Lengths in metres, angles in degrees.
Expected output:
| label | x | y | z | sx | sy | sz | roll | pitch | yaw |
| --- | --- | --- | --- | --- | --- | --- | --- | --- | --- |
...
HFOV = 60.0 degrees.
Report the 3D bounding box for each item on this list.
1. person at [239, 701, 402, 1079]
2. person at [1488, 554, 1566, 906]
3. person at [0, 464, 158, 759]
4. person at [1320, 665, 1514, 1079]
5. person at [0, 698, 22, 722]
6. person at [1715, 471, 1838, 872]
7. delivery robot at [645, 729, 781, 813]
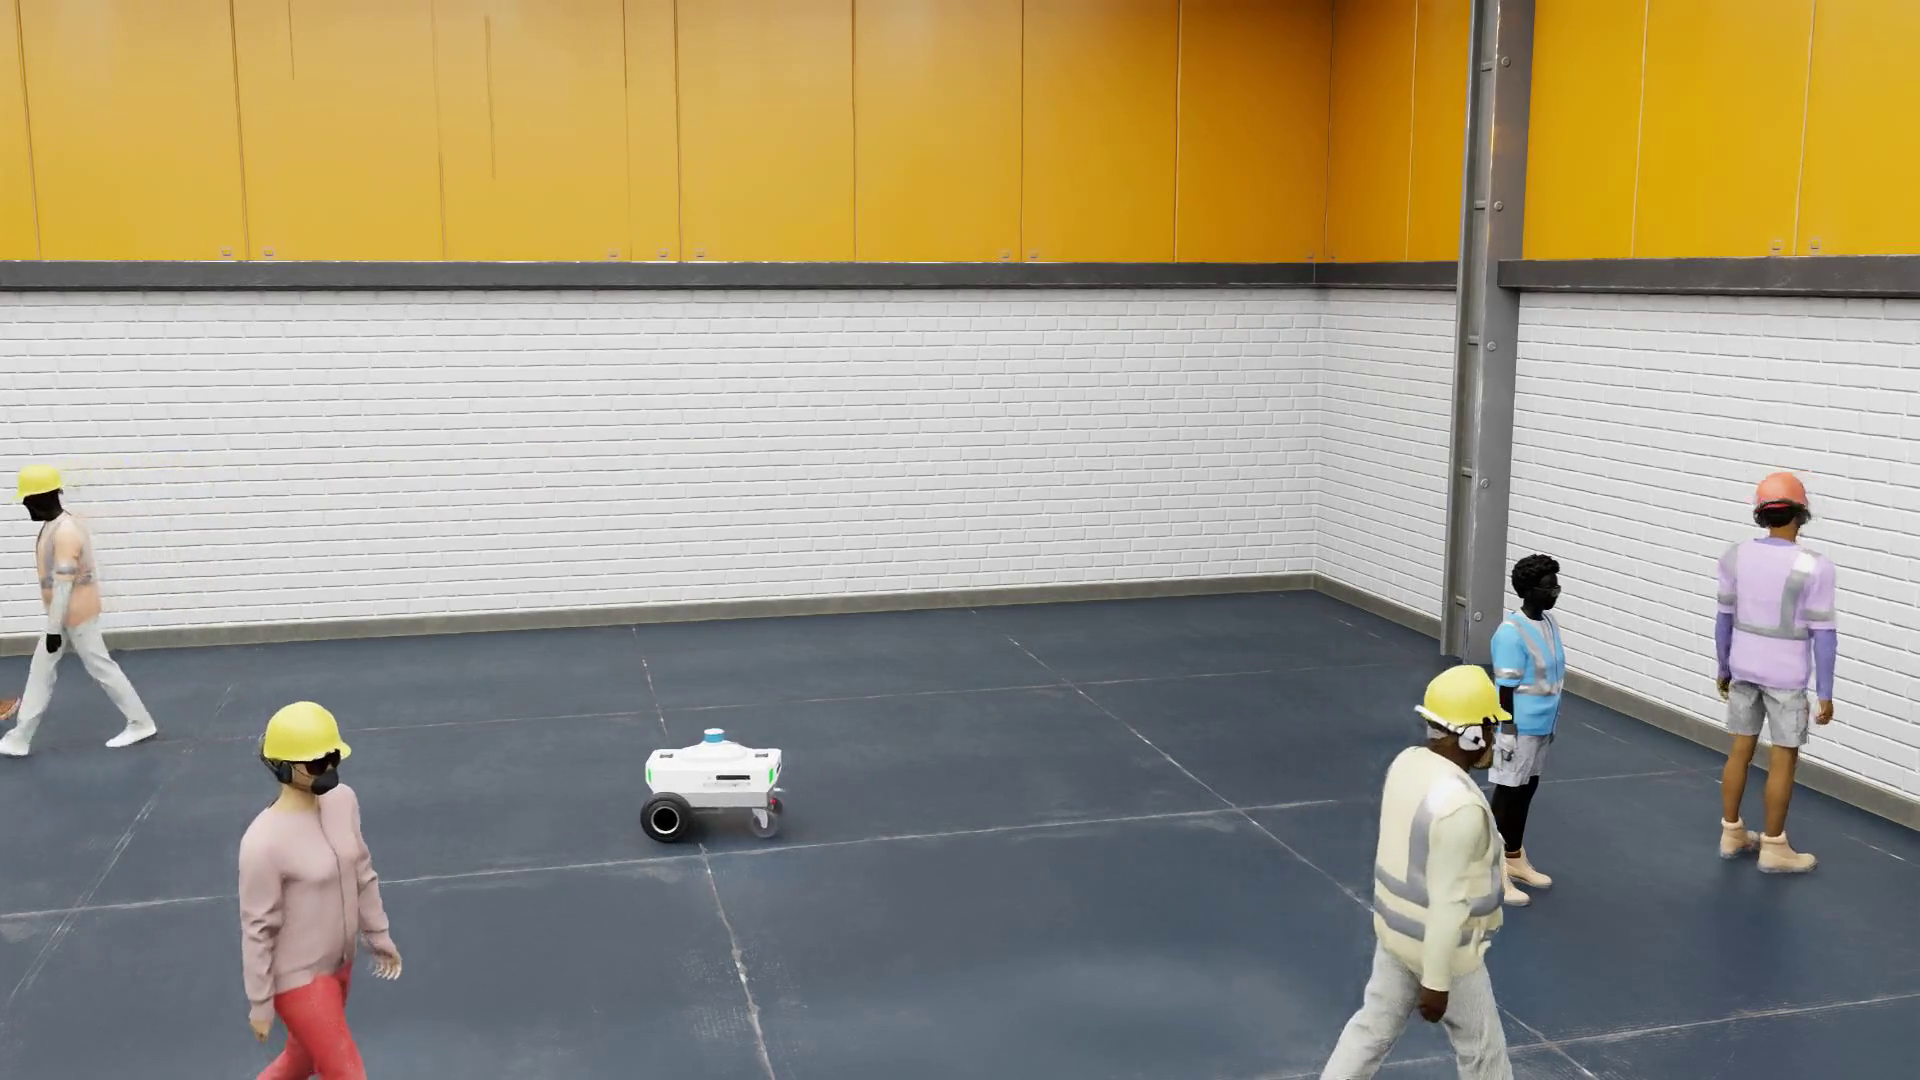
| label | x | y | z | sx | sy | sz | roll | pitch | yaw |
| --- | --- | --- | --- | --- | --- | --- | --- | --- | --- |
| person | -2.091 | 1.336 | 5.248 | 0.861 | 1.733 | 0.525 | 2 | 9 | 10 |
| person | 2.743 | 0.901 | 8.064 | 0.316 | 1.695 | 0.541 | 8 | 12 | 40 |
| person | -5.607 | 0.447 | 10.406 | 1.034 | 1.862 | 0.599 | -7 | 12 | -38 |
| person | 1.532 | 1.280 | 5.461 | 0.947 | 1.788 | 0.606 | -1 | 9 | -8 |
| person | -6.824 | 0.333 | 10.886 | 1.068 | 1.921 | 0.627 | -4 | 10 | -21 |
| person | 4.130 | 0.679 | 8.436 | 0.384 | 2.029 | 0.644 | -5 | 10 | -28 |
| delivery robot | -1.328 | 1.269 | 9.023 | 0.707 | 0.478 | 0.477 | 0 | 9 | 0 |
